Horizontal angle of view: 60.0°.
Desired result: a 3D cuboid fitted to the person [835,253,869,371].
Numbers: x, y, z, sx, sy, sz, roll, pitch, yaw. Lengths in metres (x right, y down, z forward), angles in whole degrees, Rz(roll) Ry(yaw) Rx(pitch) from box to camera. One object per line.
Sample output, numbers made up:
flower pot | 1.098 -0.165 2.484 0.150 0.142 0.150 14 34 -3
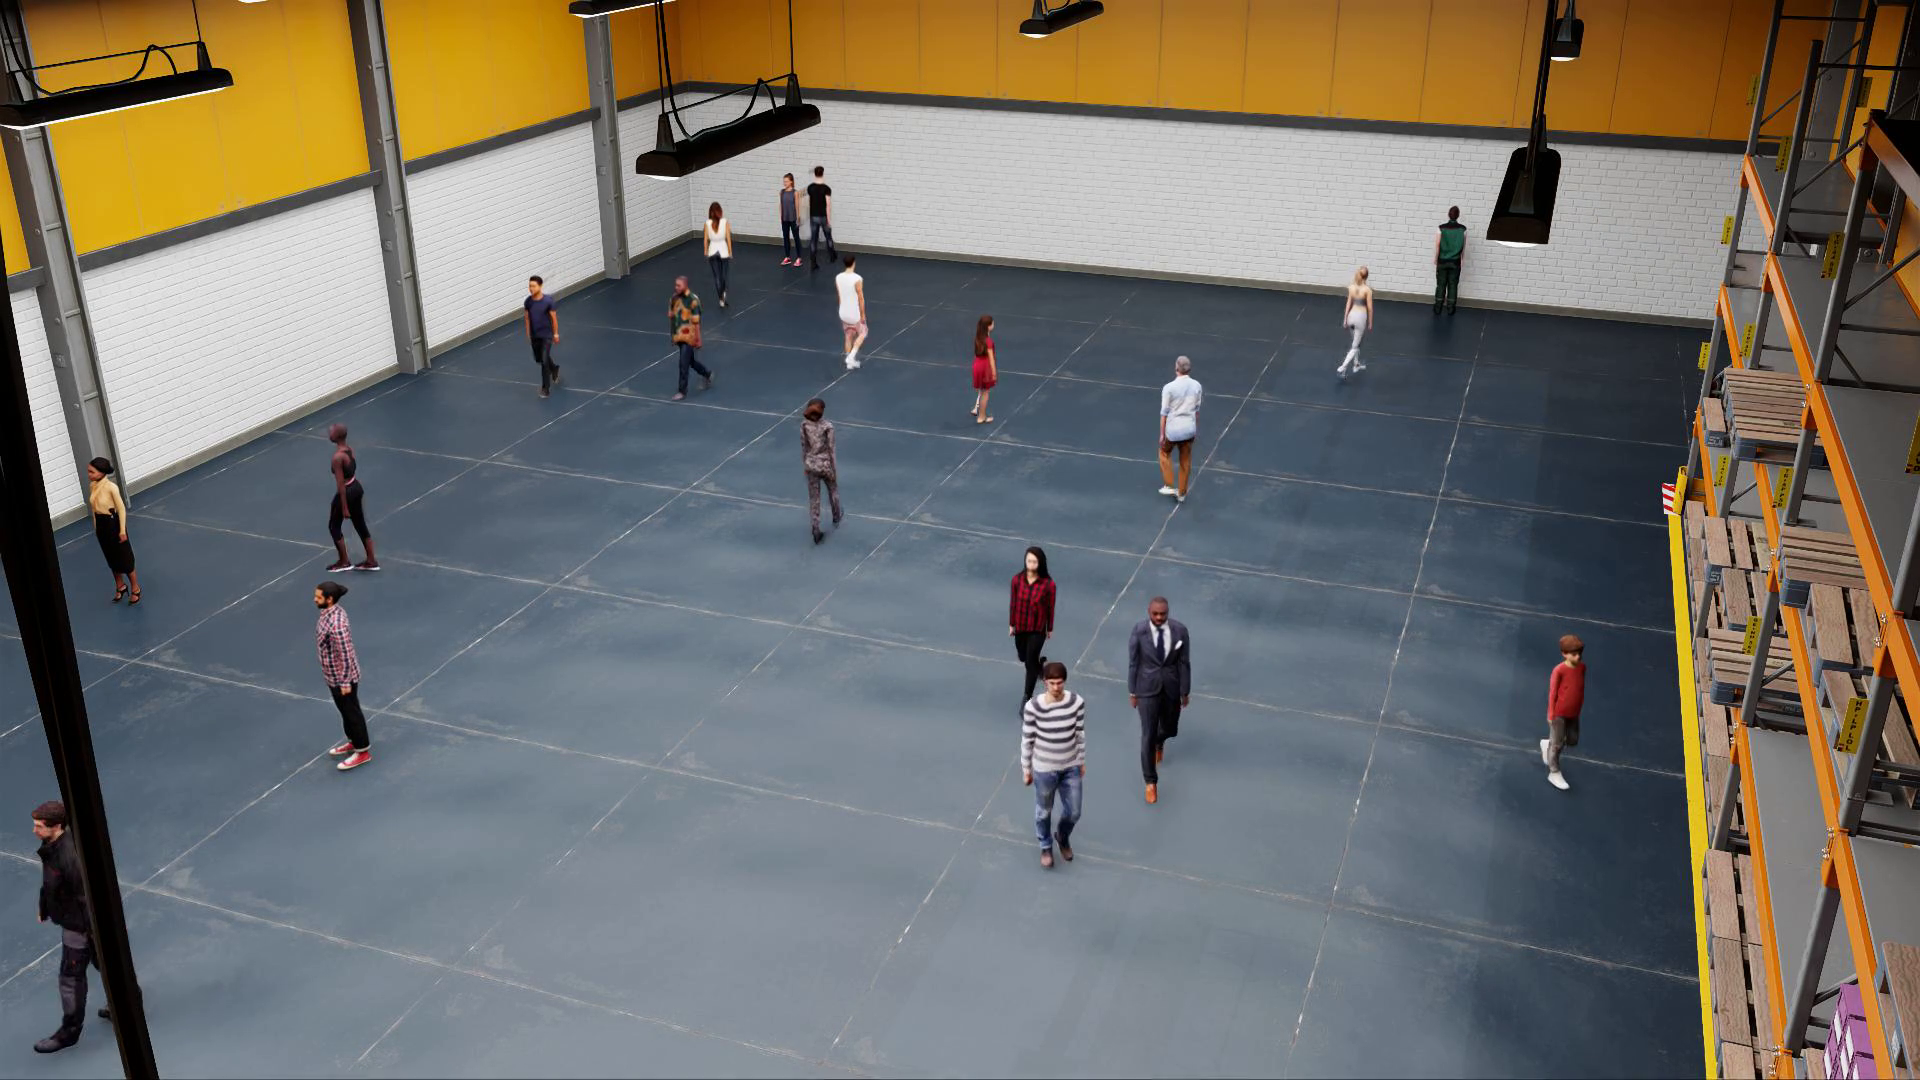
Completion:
person | -1.699 -3.409 25.126 0.752 1.768 0.783 17 29 33

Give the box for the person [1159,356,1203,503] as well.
person | 2.716 -1.321 20.294 0.833 1.812 0.869 -7 25 -16

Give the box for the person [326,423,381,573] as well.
person | -6.666 -0.449 18.389 0.794 1.741 0.808 1 24 3

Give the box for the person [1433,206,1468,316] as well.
person | 8.246 -4.721 28.033 0.656 1.842 0.605 5 24 12

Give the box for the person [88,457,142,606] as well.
person | -9.016 -0.095 17.688 0.582 1.653 0.536 10 25 21

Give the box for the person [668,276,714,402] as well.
person | -3.896 -2.957 24.074 0.905 1.781 1.248 16 28 33

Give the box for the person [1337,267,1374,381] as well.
person | 5.884 -3.212 24.794 0.890 1.671 1.176 22 32 40

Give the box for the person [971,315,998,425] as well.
person | 0.267 -2.344 22.972 0.776 1.541 0.713 -15 28 -31

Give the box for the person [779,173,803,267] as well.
person | -3.171 -5.999 31.104 0.556 1.724 0.531 9 25 21

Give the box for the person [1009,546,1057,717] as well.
person | 0.678 0.797 15.670 0.580 1.634 0.961 8 25 18

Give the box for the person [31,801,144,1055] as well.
person | -5.947 2.553 11.428 1.123 1.815 1.005 -17 29 -34

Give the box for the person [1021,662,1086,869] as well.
person | 0.743 1.746 13.245 0.792 1.838 0.801 -2 24 -6

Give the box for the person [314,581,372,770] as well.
person | -5.462 1.160 14.681 0.811 1.761 0.777 -14 27 -28

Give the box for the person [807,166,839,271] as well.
person | -2.637 -5.913 30.762 0.738 1.842 1.192 6 24 13

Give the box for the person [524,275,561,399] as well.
person | -6.034 -2.995 24.177 0.719 1.769 1.078 5 24 12

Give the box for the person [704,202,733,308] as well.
person | -4.126 -4.848 28.436 0.967 1.752 1.140 -4 24 -10

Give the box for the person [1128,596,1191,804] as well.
person | 1.710 1.286 14.343 0.972 1.801 1.187 -1 24 -3

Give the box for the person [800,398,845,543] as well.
person | -1.654 -0.787 19.235 0.663 1.681 1.043 6 24 13

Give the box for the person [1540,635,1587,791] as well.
person | 5.212 1.455 14.455 0.746 1.402 0.826 -8 25 -18
